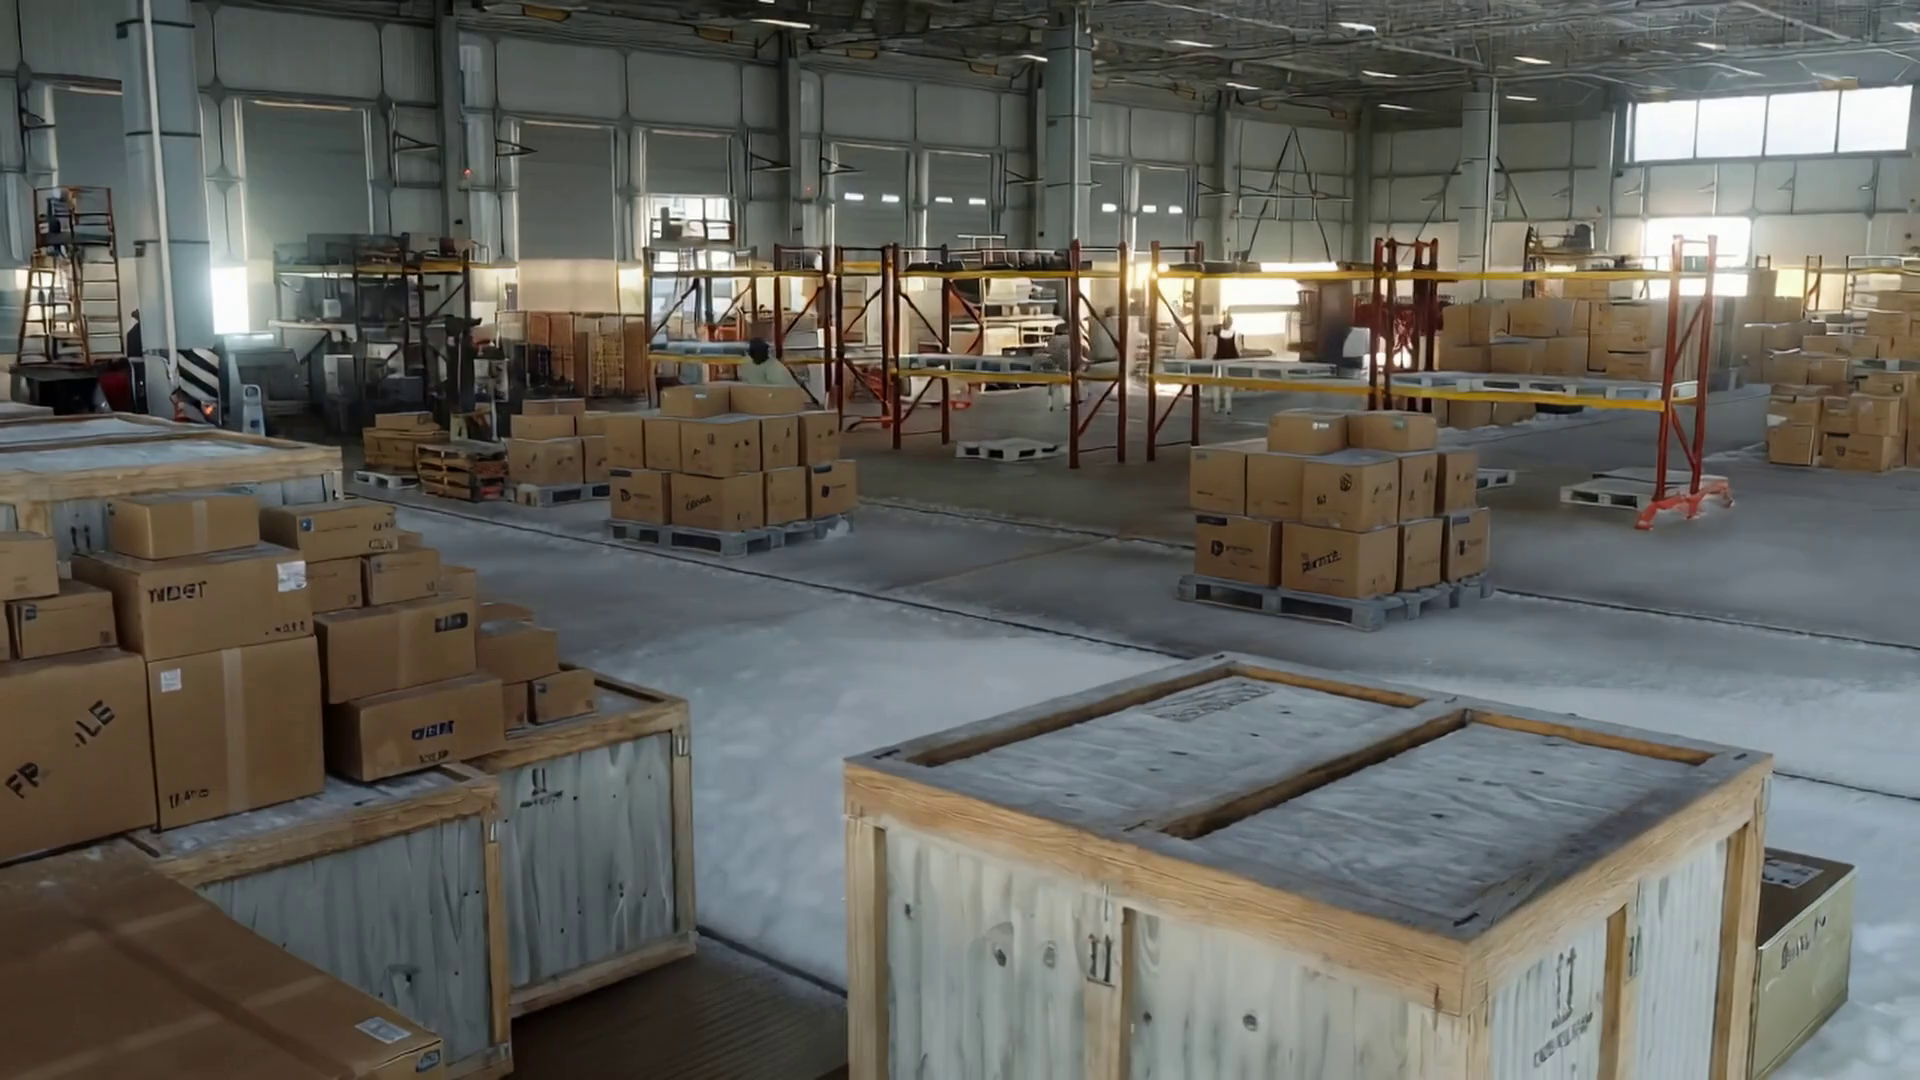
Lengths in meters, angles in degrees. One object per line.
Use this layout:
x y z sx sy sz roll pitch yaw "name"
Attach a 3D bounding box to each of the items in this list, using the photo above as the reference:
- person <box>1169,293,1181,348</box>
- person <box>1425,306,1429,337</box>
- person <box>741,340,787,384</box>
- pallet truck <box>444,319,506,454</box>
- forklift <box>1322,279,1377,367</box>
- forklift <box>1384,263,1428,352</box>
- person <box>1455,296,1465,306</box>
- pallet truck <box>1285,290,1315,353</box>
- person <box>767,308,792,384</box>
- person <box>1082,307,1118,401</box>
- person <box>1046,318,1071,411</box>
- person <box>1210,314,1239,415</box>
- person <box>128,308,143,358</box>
6.855 -6.846 52.472 0.805 1.919 0.542 -4 10 -22 "person"
13.322 -5.948 47.842 0.533 1.624 0.495 6 11 33 "person"
-2.453 -1.640 20.996 0.631 1.787 1.019 4 10 22 "person"
-6.981 -1.942 22.150 1.885 1.965 0.823 1 9 9 "pallet truck"
10.103 -5.998 44.322 1.873 2.768 1.129 -3 10 -15 "forklift"
12.980 -6.426 46.944 1.873 2.768 1.129 3 10 15 "forklift"
13.255 -5.506 44.204 0.627 1.934 0.372 5 11 29 "person"
11.297 -6.951 52.861 1.885 1.965 0.823 -5 11 -29 "pallet truck"
-3.661 -3.855 34.285 0.595 1.861 0.725 0 9 2 "person"
2.820 -3.690 33.167 0.772 1.916 0.630 -3 10 -19 "person"
1.862 -3.286 31.193 0.488 1.736 0.333 1 9 8 "person"
4.823 -3.198 30.319 0.516 1.843 0.327 1 9 6 "person"
-14.091 -3.005 28.675 0.625 1.992 0.388 8 12 41 "person"
